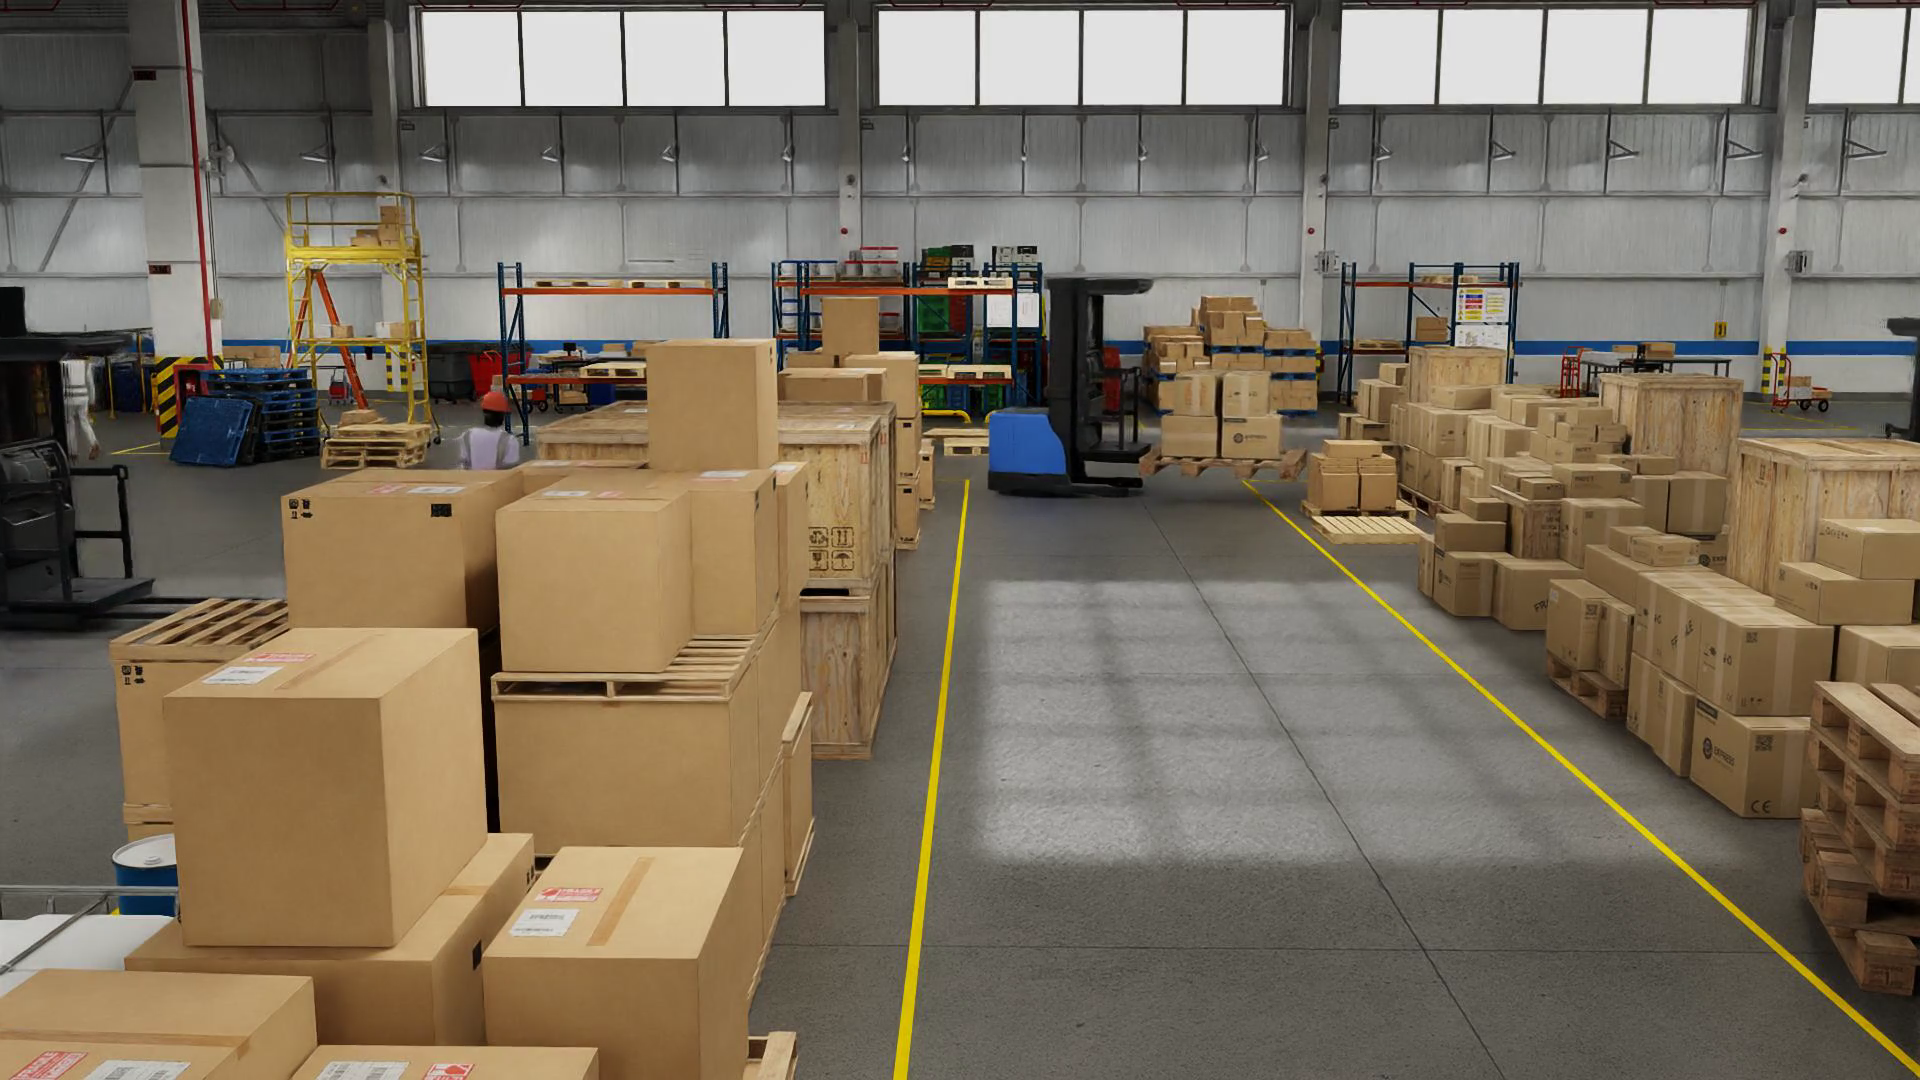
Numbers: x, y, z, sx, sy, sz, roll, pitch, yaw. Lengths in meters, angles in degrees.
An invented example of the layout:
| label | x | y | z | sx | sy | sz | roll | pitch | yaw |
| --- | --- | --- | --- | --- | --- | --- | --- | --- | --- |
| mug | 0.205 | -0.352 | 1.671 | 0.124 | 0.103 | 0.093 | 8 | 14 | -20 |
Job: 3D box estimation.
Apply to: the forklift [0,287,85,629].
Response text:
| label | x | y | z | sx | sy | sz | roll | pitch | yaw |
| --- | --- | --- | --- | --- | --- | --- | --- | --- | --- |
| forklift | -8.158 | -0.722 | 13.961 | 1.873 | 2.768 | 1.129 | 0 | 9 | 1 |

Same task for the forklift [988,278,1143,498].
| label | x | y | z | sx | sy | sz | roll | pitch | yaw |
| --- | --- | --- | --- | --- | --- | --- | --- | --- | --- |
| forklift | 1.383 | -2.021 | 21.739 | 1.873 | 2.768 | 1.129 | 3 | 10 | 16 |

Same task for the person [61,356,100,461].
| label | x | y | z | sx | sy | sz | roll | pitch | yaw |
| --- | --- | --- | --- | --- | --- | --- | --- | --- | --- |
| person | -13.451 | -2.110 | 25.331 | 0.706 | 1.865 | 0.595 | 7 | 12 | 36 |

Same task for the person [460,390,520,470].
| label | x | y | z | sx | sy | sz | roll | pitch | yaw |
| --- | --- | --- | --- | --- | --- | --- | --- | --- | --- |
| person | -4.138 | -0.364 | 14.718 | 0.591 | 1.905 | 0.418 | 2 | 10 | 9 |
